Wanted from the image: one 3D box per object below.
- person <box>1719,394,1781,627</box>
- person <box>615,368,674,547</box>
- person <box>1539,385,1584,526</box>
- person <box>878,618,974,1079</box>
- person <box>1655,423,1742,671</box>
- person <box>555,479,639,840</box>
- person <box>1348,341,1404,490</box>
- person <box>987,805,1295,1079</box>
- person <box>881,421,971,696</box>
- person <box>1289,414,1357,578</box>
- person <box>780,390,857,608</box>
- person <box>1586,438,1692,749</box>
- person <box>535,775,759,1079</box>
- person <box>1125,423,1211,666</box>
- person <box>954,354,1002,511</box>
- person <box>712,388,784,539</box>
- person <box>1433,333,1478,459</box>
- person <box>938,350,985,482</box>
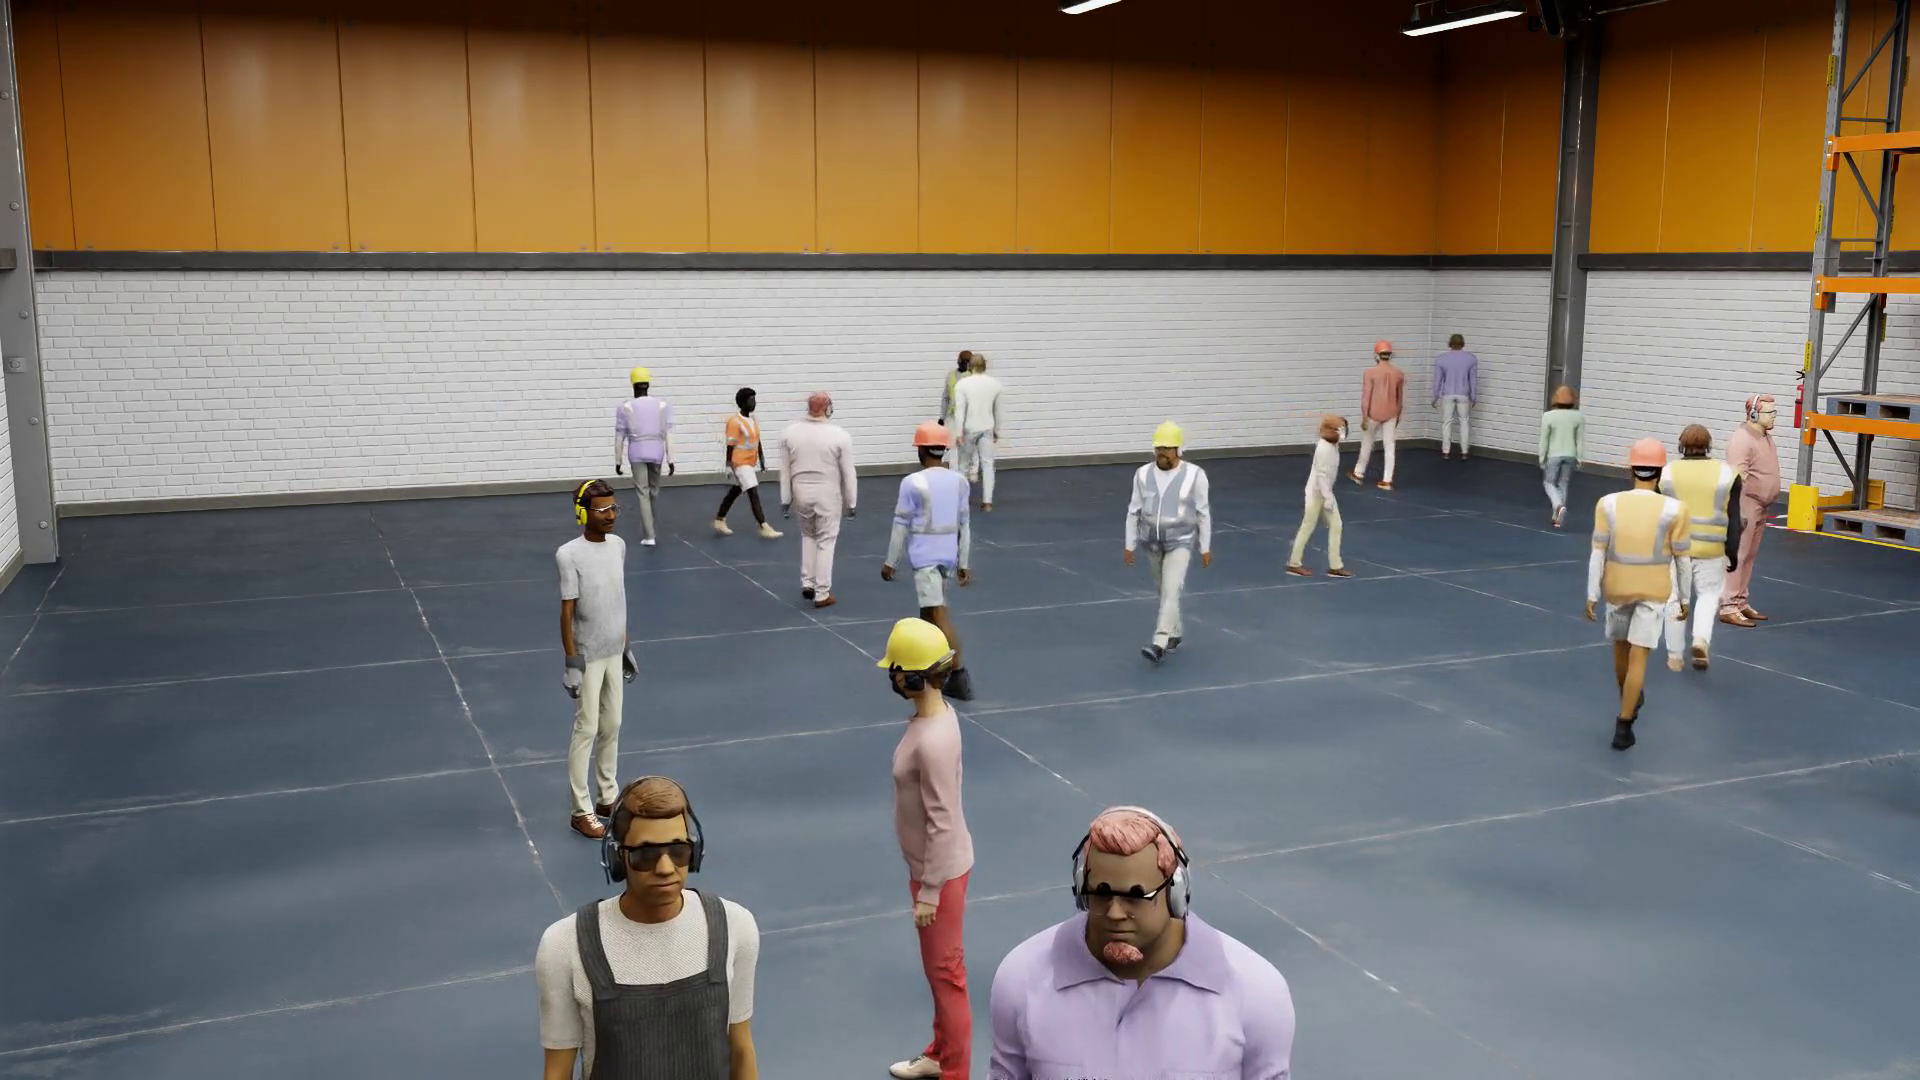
[{"bbox_3d":[6.553,-0.249,13.758,0.402,1.909,0.639,9,13,42],"label":"person"},{"bbox_3d":[-3.397,-0.897,17.803,0.595,1.869,0.993,-5,10,-26],"label":"person"},{"bbox_3d":[6.793,-0.929,18.761,0.504,1.618,0.565,0,9,-1],"label":"person"},{"bbox_3d":[-0.116,1.138,5.786,0.329,1.765,0.526,0,9,-2],"label":"person"},{"bbox_3d":[5.293,0.070,12.054,0.656,1.828,0.468,4,10,24],"label":"person"},{"bbox_3d":[-1.872,0.607,8.681,0.315,1.870,0.533,5,10,26],"label":"person"},{"bbox_3d":[5.599,-1.681,22.283,0.662,1.949,0.965,-2,10,-12],"label":"person"},{"bbox_3d":[0.352,1.464,3.417,0.647,1.901,0.401,2,10,15],"label":"person"},{"bbox_3d":[-0.205,0.119,11.607,0.563,1.891,0.989,-8,12,-40],"label":"person"},{"bbox_3d":[3.445,-0.408,15.676,0.746,1.574,0.517,6,11,30],"label":"person"},{"bbox_3d":[-1.205,-0.362,14.483,0.679,1.888,0.501,3,10,17],"label":"person"},{"bbox_3d":[4.277,0.308,10.417,0.574,1.888,0.962,6,11,34],"label":"person"},{"bbox_3d":[-0.682,1.431,3.763,0.508,1.847,0.345,-4,10,-25],"label":"person"},{"bbox_3d":[1.511,0.026,12.433,0.621,1.785,0.933,6,11,30],"label":"person"},{"bbox_3d":[0.185,-1.328,20.341,0.660,1.886,1.006,-4,10,-22],"label":"person"},{"bbox_3d":[-2.361,-0.838,18.127,0.902,1.649,0.536,3,10,18],"label":"person"},{"bbox_3d":[7.587,-2.198,25.470,0.635,1.939,0.366,2,10,10],"label":"person"},{"bbox_3d":[0.028,-1.681,22.705,0.746,1.826,0.429,6,11,34],"label":"person"}]
